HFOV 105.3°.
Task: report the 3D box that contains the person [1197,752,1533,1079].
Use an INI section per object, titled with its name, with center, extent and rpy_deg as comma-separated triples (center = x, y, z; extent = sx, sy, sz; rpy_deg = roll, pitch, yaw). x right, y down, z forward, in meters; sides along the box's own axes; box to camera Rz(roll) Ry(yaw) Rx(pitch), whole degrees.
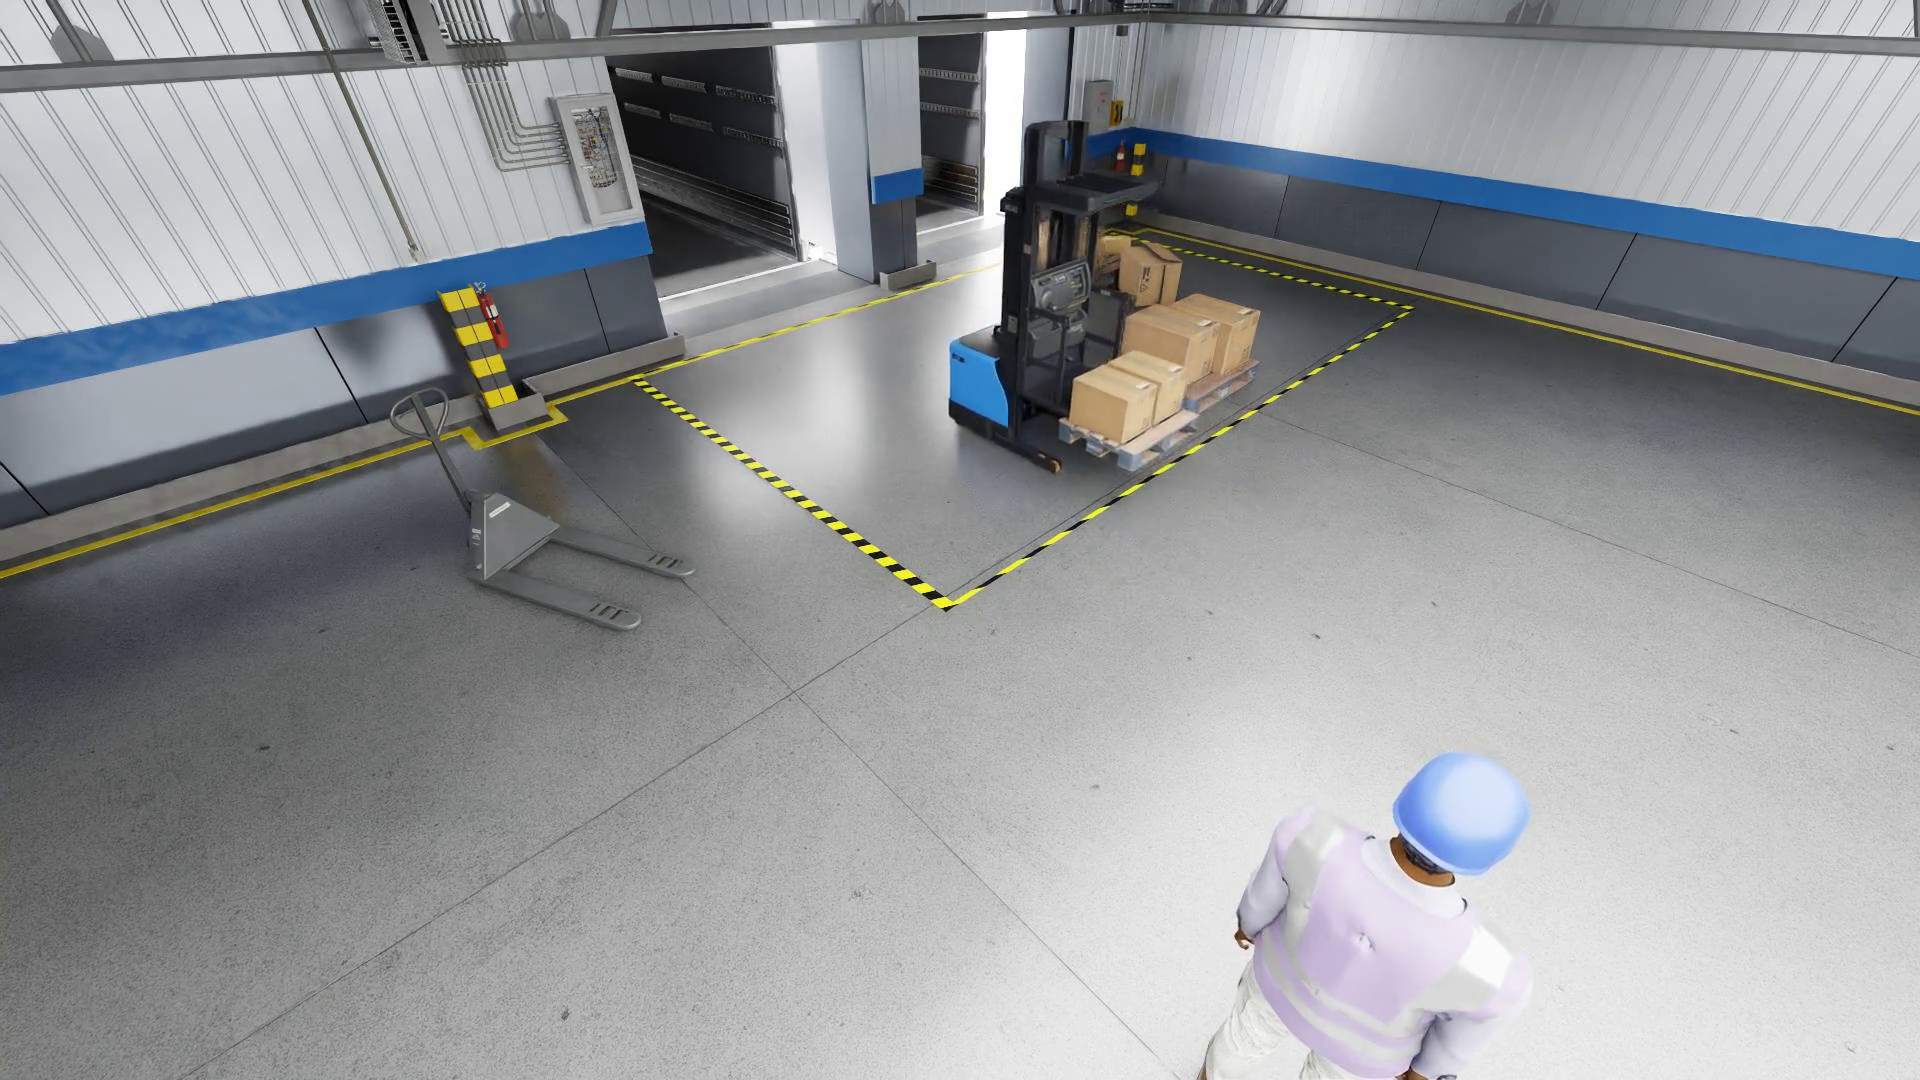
[person]
center = 1.052, 1.259, 2.064
extent = 0.386, 1.949, 0.603
rpy_deg = -30, 47, -33

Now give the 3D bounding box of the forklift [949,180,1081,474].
[forklift]
center = 0.446, -1.842, 6.002
extent = 0.716, 2.013, 0.776
rpy_deg = -31, 47, -33

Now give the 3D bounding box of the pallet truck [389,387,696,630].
[pallet truck]
center = -2.613, -0.247, 4.593
extent = 1.601, 1.201, 0.680
rpy_deg = 14, 40, 17
